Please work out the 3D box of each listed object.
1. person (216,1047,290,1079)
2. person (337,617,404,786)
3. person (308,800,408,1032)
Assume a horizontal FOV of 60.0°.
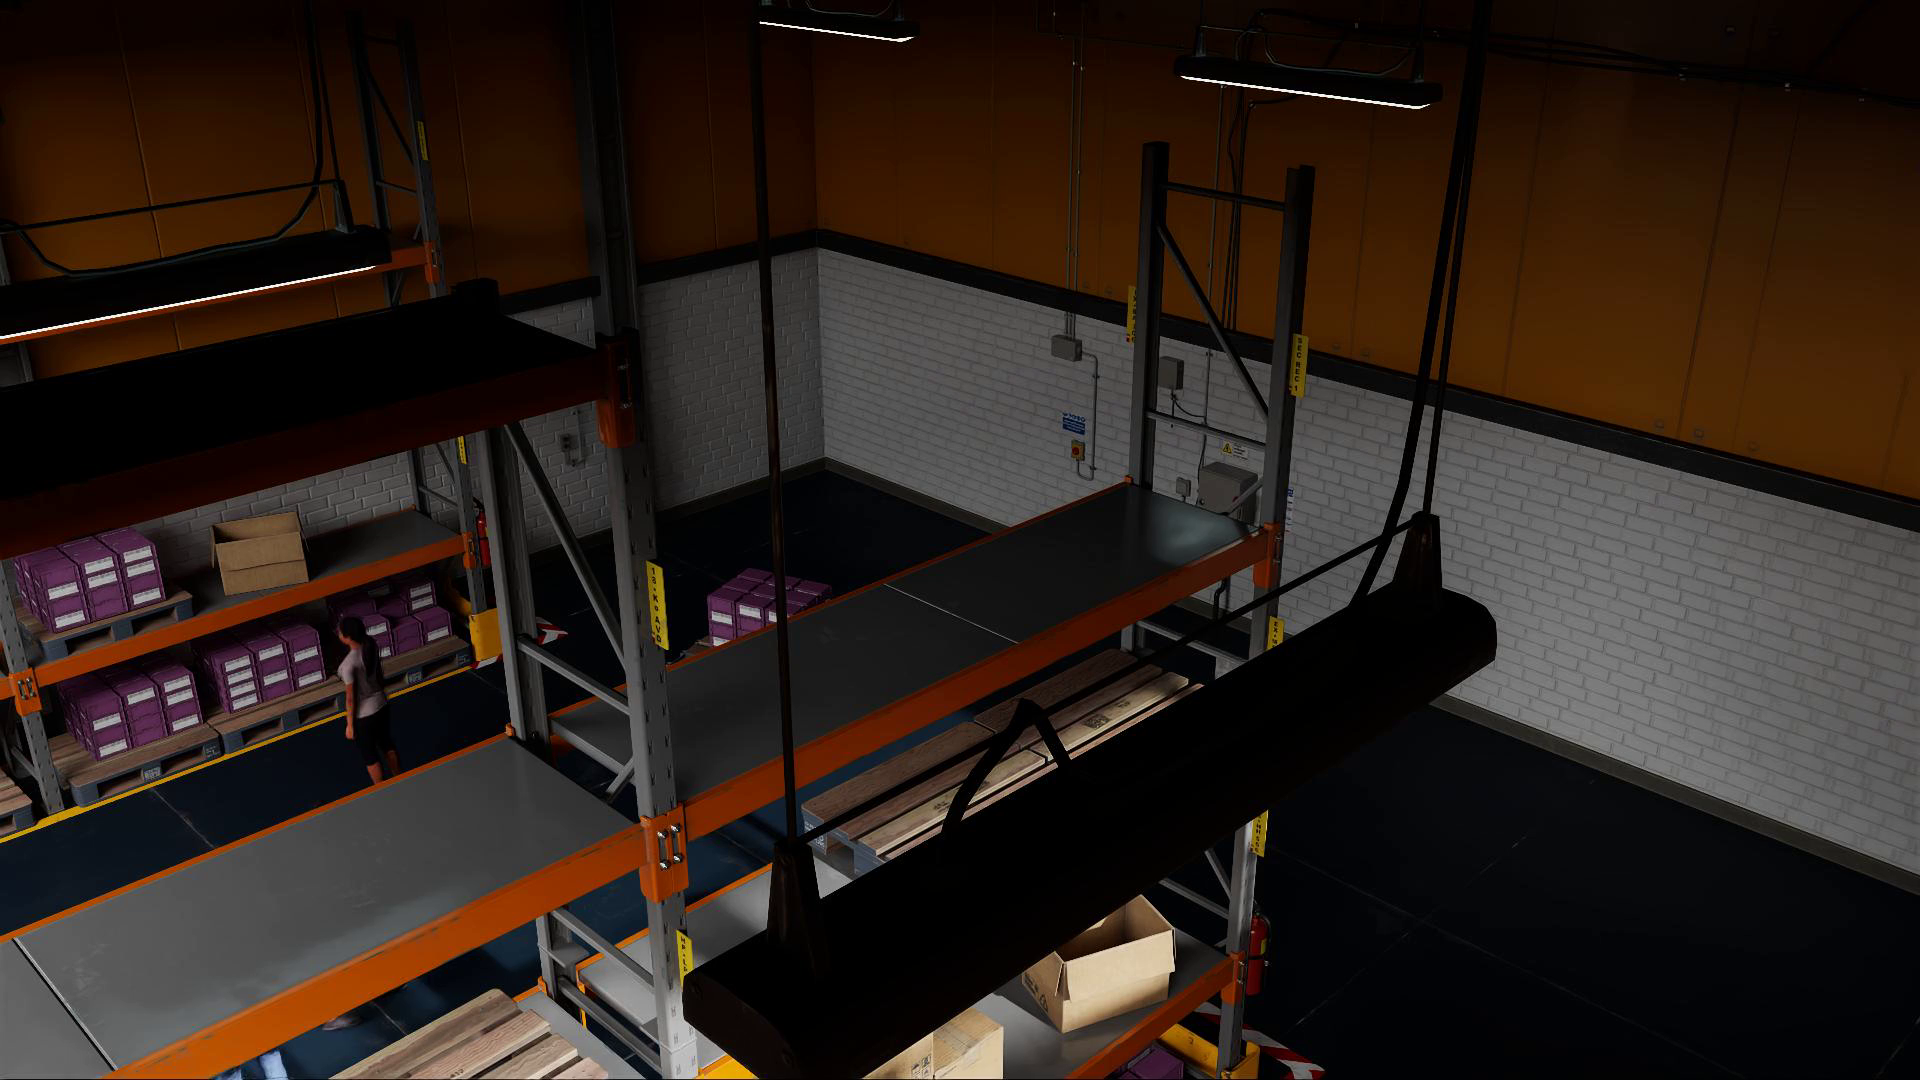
[{"bbox_3d":[-4.283,2.943,10.005,0.518,1.769,0.862,-19,30,-36],"label":"person"},{"bbox_3d":[-4.796,1.398,13.571,0.811,1.743,0.677,8,25,17],"label":"person"},{"bbox_3d":[-4.205,2.520,11.030,0.908,1.723,0.762,-10,25,-21],"label":"person"}]
